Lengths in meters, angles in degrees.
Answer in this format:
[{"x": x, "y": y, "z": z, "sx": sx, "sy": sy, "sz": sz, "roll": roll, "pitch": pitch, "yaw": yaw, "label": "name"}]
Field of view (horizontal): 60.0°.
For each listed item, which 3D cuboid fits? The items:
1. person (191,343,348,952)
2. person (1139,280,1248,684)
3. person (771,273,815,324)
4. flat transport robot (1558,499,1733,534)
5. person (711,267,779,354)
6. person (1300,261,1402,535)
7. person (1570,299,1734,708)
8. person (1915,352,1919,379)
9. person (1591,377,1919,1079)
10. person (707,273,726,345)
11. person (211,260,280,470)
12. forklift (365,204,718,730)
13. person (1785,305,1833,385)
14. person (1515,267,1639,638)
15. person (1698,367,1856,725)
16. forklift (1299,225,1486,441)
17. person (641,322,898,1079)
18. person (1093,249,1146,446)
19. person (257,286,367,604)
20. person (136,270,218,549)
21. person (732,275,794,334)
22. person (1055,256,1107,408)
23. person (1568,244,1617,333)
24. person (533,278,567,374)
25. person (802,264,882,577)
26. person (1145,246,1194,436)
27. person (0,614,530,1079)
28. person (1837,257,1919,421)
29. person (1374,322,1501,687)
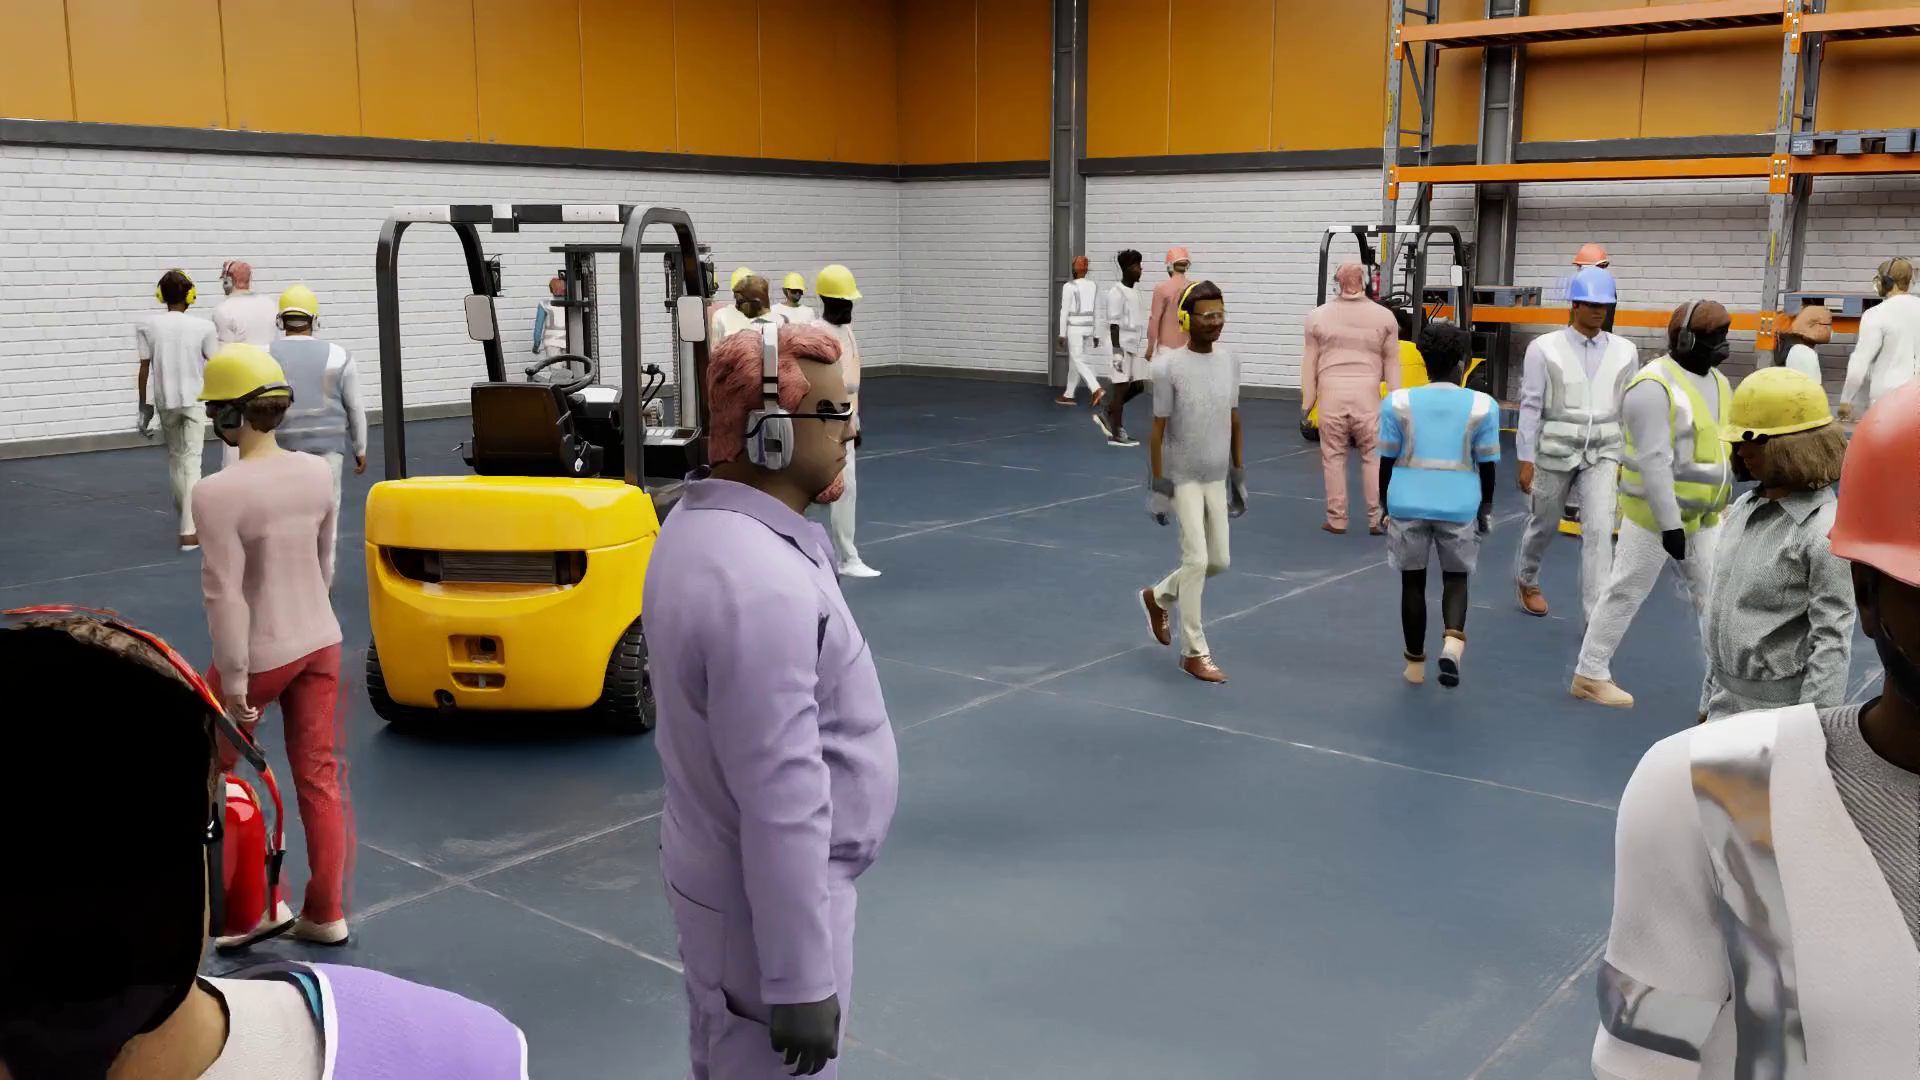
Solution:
[{"x": -1.973, "y": 0.321, "z": 4.731, "sx": 0.462, "sy": 1.753, "sz": 0.531, "roll": 5, "pitch": 11, "yaw": 26, "label": "person"}, {"x": 1.083, "y": -0.293, "z": 7.833, "sx": 0.520, "sy": 1.856, "sz": 0.664, "roll": -6, "pitch": 12, "yaw": -32, "label": "person"}, {"x": -1.702, "y": -1.822, "z": 16.737, "sx": 0.523, "sy": 1.711, "sz": 0.951, "roll": -4, "pitch": 11, "yaw": -22, "label": "person"}, {"x": 4.891, "y": -0.130, "z": 11.323, "sx": 1.431, "sy": 0.197, "sz": 0.652, "roll": 7, "pitch": 12, "yaw": 32, "label": "flat transport robot"}, {"x": -1.753, "y": -1.323, "z": 13.642, "sx": 0.603, "sy": 1.817, "sz": 0.432, "roll": 1, "pitch": 10, "yaw": 5, "label": "person"}, {"x": 2.735, "y": -0.970, "z": 11.554, "sx": 0.726, "sy": 1.885, "sz": 0.404, "roll": 2, "pitch": 10, "yaw": 11, "label": "person"}, {"x": 3.045, "y": -0.111, "z": 7.012, "sx": 0.642, "sy": 1.786, "sz": 0.976, "roll": -7, "pitch": 12, "yaw": -32, "label": "person"}, {"x": 6.376, "y": -0.813, "z": 10.492, "sx": 0.654, "sy": 1.939, "sz": 0.580, "roll": 2, "pitch": 10, "yaw": 12, "label": "person"}, {"x": 0.869, "y": 0.796, "z": 1.571, "sx": 0.542, "sy": 1.939, "sz": 0.361, "roll": 2, "pitch": 10, "yaw": 12, "label": "person"}, {"x": -2.360, "y": -1.655, "z": 15.624, "sx": 0.525, "sy": 1.772, "sz": 0.308, "roll": -9, "pitch": 13, "yaw": -40, "label": "person"}, {"x": -5.638, "y": -1.259, "z": 13.138, "sx": 0.585, "sy": 1.905, "sz": 0.663, "roll": 5, "pitch": 11, "yaw": 25, "label": "person"}, {"x": -1.766, "y": -0.406, "z": 7.525, "sx": 1.214, "sy": 2.155, "sz": 2.313, "roll": 1, "pitch": 10, "yaw": 7, "label": "forklift"}, {"x": 5.523, "y": -0.700, "z": 10.770, "sx": 0.617, "sy": 1.616, "sz": 0.518, "roll": 4, "pitch": 11, "yaw": 22, "label": "person"}, {"x": 3.170, "y": -0.459, "z": 8.641, "sx": 0.616, "sy": 1.914, "sz": 0.986, "roll": 0, "pitch": 10, "yaw": 2, "label": "person"}, {"x": 1.953, "y": 0.445, "z": 4.079, "sx": 0.305, "sy": 1.737, "sz": 0.484, "roll": -1, "pitch": 10, "yaw": -5, "label": "person"}, {"x": 4.449, "y": -2.115, "z": 16.993, "sx": 1.214, "sy": 2.155, "sz": 2.313, "roll": 8, "pitch": 13, "yaw": 38, "label": "forklift"}, {"x": -0.298, "y": 0.598, "z": 2.758, "sx": 0.402, "sy": 1.906, "sz": 0.652, "roll": -3, "pitch": 11, "yaw": -17, "label": "person"}, {"x": 1.587, "y": -1.905, "z": 16.513, "sx": 0.511, "sy": 1.952, "sz": 0.614, "roll": 7, "pitch": 12, "yaw": 34, "label": "person"}, {"x": -3.674, "y": -0.534, "z": 9.389, "sx": 0.613, "sy": 1.784, "sz": 0.943, "roll": -3, "pitch": 11, "yaw": -18, "label": "person"}, {"x": -5.209, "y": -0.890, "z": 11.214, "sx": 0.542, "sy": 1.825, "sz": 0.917, "roll": -2, "pitch": 10, "yaw": -11, "label": "person"}, {"x": -1.272, "y": -0.832, "z": 10.959, "sx": 0.535, "sy": 1.806, "sz": 0.581, "roll": 6, "pitch": 12, "yaw": 30, "label": "person"}, {"x": 1.498, "y": -2.547, "z": 20.342, "sx": 0.582, "sy": 1.853, "sz": 0.899, "roll": -9, "pitch": 13, "yaw": -40, "label": "person"}, {"x": 5.428, "y": -1.549, "z": 14.408, "sx": 0.608, "sy": 1.996, "sz": 0.382, "roll": -9, "pitch": 14, "yaw": -42, "label": "person"}, {"x": -4.704, "y": -2.269, "z": 19.489, "sx": 0.519, "sy": 1.600, "sz": 0.822, "roll": -9, "pitch": 13, "yaw": -39, "label": "person"}, {"x": -0.836, "y": -0.713, "z": 10.069, "sx": 0.688, "sy": 1.898, "sz": 0.602, "roll": 3, "pitch": 11, "yaw": 15, "label": "person"}, {"x": 2.236, "y": -2.015, "z": 17.040, "sx": 0.618, "sy": 1.975, "sz": 0.800, "roll": -7, "pitch": 12, "yaw": -33, "label": "person"}, {"x": -0.589, "y": 0.921, "z": 1.222, "sx": 0.573, "sy": 1.822, "sz": 0.795, "roll": -5, "pitch": 11, "yaw": -27, "label": "person"}, {"x": 6.480, "y": -1.014, "z": 11.688, "sx": 0.660, "sy": 1.901, "sz": 0.962, "roll": -5, "pitch": 11, "yaw": -24, "label": "person"}, {"x": 2.130, "y": -0.134, "z": 7.458, "sx": 0.537, "sy": 1.677, "sz": 0.423, "roll": 2, "pitch": 10, "yaw": 13, "label": "person"}]
